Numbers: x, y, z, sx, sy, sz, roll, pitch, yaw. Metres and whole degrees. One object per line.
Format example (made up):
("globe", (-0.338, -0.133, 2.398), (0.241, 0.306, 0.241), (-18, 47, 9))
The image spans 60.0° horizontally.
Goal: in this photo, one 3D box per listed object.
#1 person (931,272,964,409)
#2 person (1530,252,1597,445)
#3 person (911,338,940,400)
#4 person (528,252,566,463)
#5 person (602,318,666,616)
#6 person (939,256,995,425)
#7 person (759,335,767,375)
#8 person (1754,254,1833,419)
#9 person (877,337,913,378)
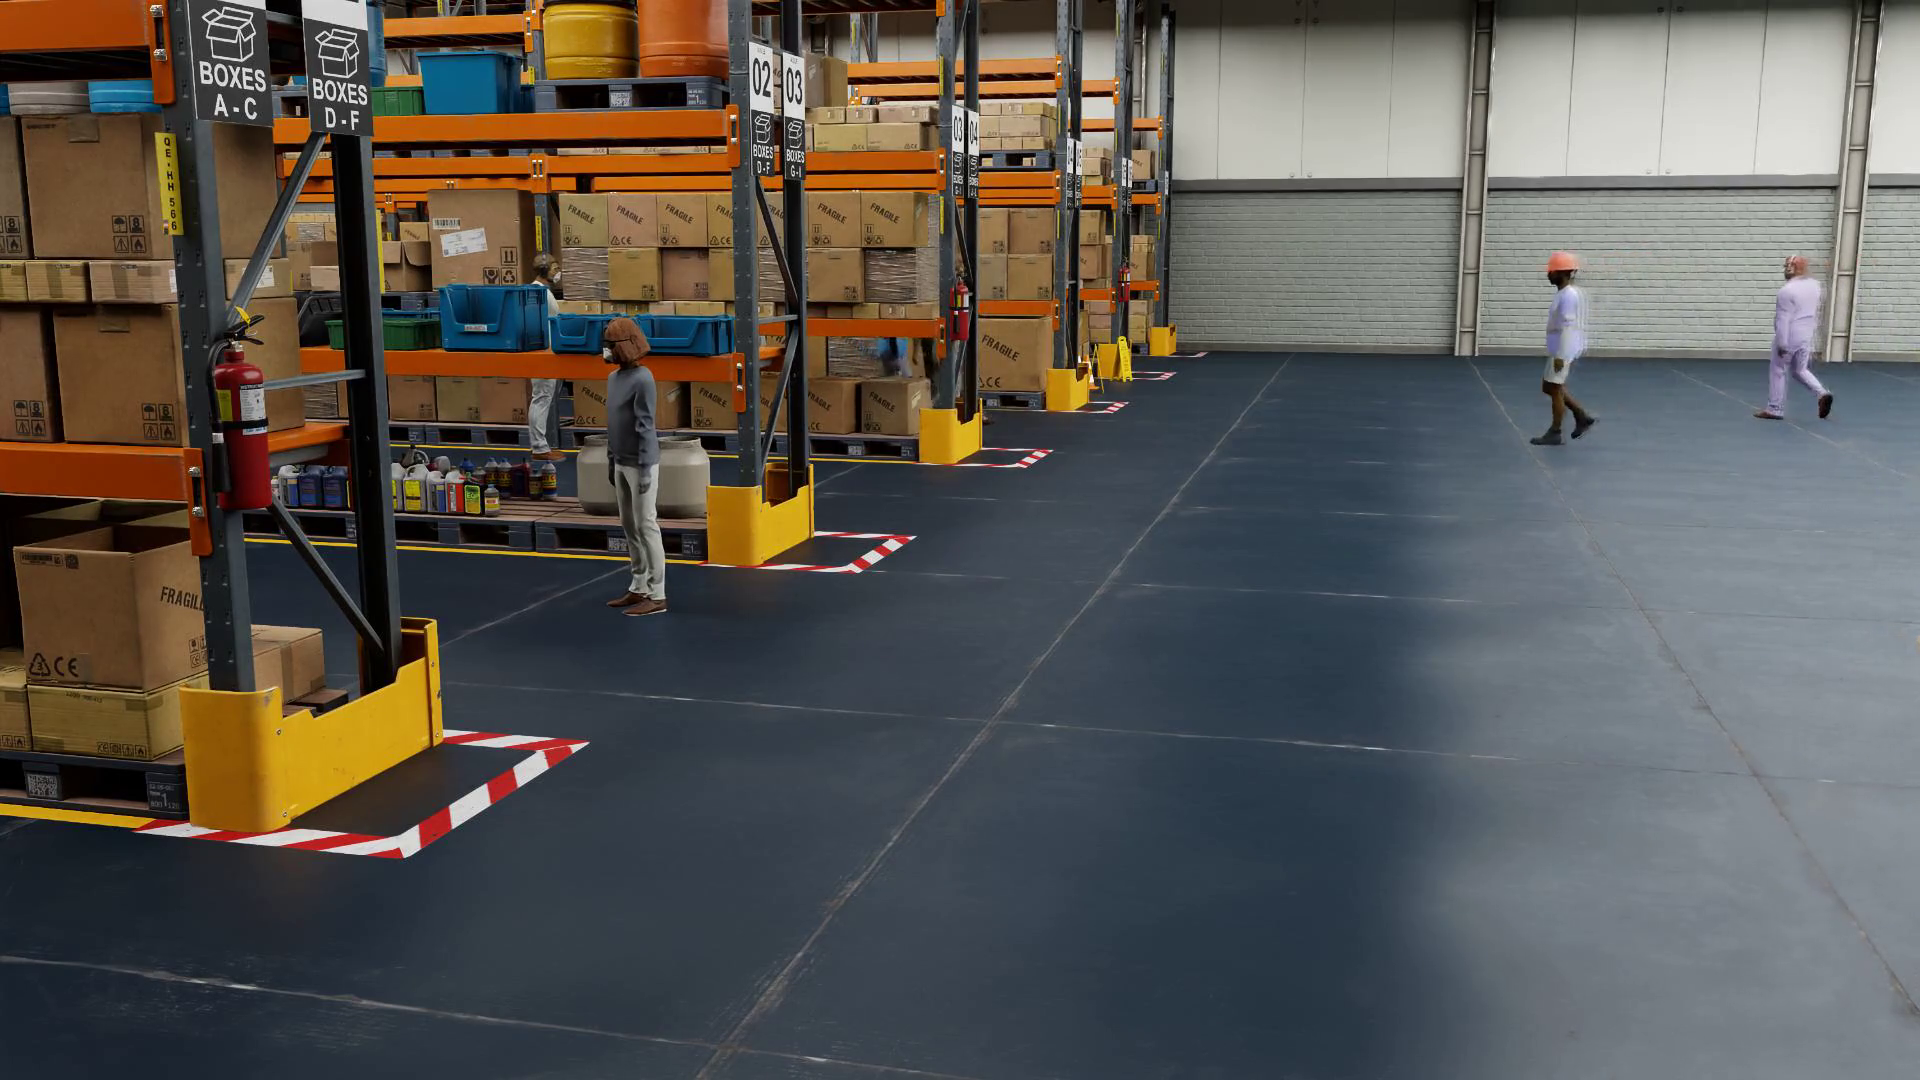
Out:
("person", (-0.140, -1.842, 16.799), (0.478, 1.723, 0.544), (6, 12, 28))
("person", (6.014, -1.886, 16.508), (0.547, 1.925, 0.545), (2, 10, 13))
("person", (-0.254, -2.075, 17.849), (0.539, 1.817, 0.412), (-4, 11, -22))
("person", (-3.843, -1.677, 15.347), (0.369, 1.931, 0.625), (-3, 11, -17))
("person", (-1.797, -0.400, 9.109), (0.280, 1.624, 0.494), (-7, 13, -36))
("person", (-0.071, -2.195, 18.387), (0.814, 1.873, 0.662), (5, 11, 25))
("person", (-2.404, -2.524, 19.750), (0.405, 2.035, 0.606), (2, 11, 13))
("person", (9.461, -2.278, 18.787), (0.649, 1.885, 0.751), (-5, 11, -26))
("person", (-0.658, -1.916, 17.353), (0.404, 1.675, 0.553), (0, 10, 2))
